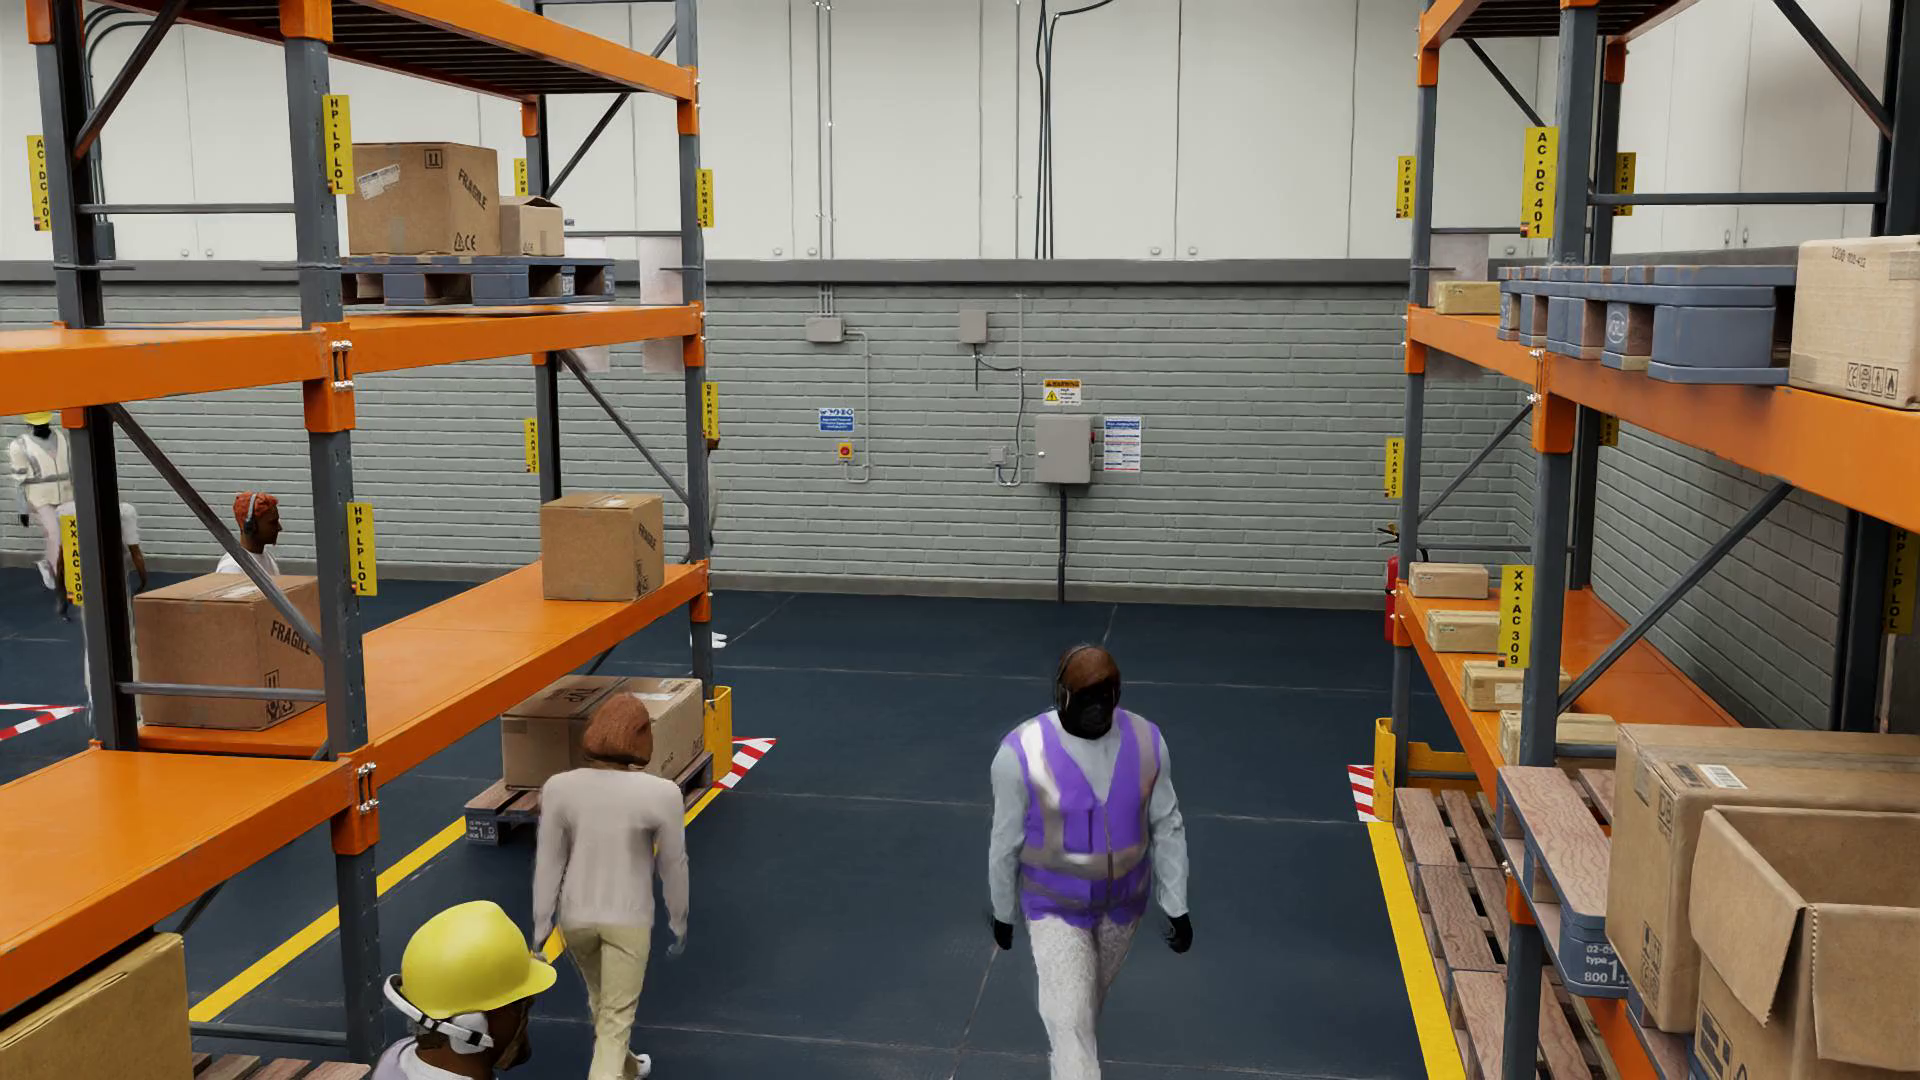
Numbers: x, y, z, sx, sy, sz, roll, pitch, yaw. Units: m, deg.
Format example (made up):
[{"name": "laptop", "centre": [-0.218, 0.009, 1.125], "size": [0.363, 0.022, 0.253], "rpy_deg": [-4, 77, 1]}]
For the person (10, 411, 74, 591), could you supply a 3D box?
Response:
[{"name": "person", "centre": [-8.363, -0.370, 15.258], "size": [0.629, 1.880, 0.647], "rpy_deg": [5, 11, 30]}]

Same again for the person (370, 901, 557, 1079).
[{"name": "person", "centre": [-0.943, 1.596, 3.292], "size": [0.403, 1.833, 0.591], "rpy_deg": [-6, 11, -34]}]

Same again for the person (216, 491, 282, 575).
[{"name": "person", "centre": [-3.723, 0.676, 8.833], "size": [0.358, 1.880, 0.575], "rpy_deg": [-1, 9, -3]}]

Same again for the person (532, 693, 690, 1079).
[{"name": "person", "centre": [-1.206, 1.327, 5.734], "size": [0.516, 1.580, 0.884], "rpy_deg": [1, 9, 8]}]

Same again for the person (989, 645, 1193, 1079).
[{"name": "person", "centre": [0.461, 1.244, 5.566], "size": [0.639, 1.788, 0.952], "rpy_deg": [-3, 10, -19]}]

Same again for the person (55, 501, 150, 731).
[{"name": "person", "centre": [-5.585, 0.368, 10.825], "size": [0.629, 1.844, 0.525], "rpy_deg": [-2, 9, -14]}]

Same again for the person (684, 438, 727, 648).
[{"name": "person", "centre": [-2.060, -0.070, 13.450], "size": [0.335, 1.873, 0.520], "rpy_deg": [-1, 9, -3]}]
